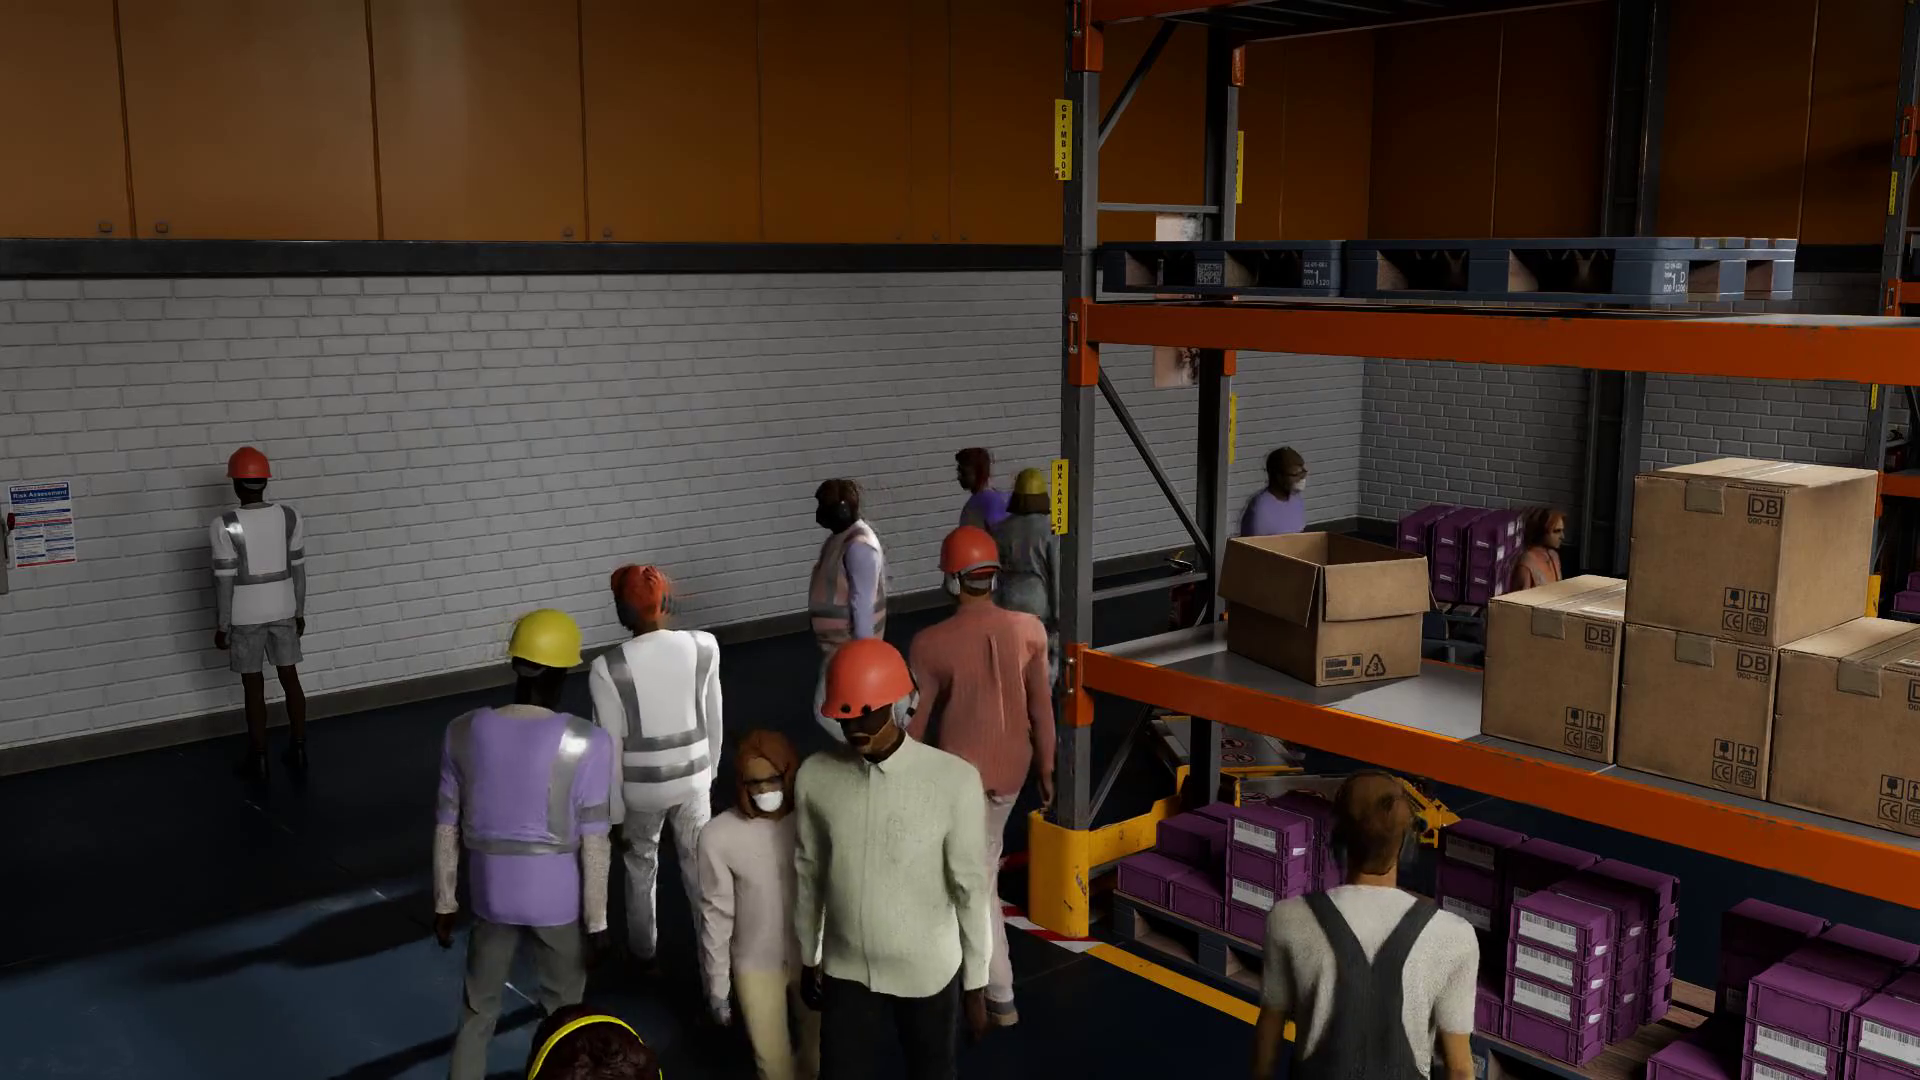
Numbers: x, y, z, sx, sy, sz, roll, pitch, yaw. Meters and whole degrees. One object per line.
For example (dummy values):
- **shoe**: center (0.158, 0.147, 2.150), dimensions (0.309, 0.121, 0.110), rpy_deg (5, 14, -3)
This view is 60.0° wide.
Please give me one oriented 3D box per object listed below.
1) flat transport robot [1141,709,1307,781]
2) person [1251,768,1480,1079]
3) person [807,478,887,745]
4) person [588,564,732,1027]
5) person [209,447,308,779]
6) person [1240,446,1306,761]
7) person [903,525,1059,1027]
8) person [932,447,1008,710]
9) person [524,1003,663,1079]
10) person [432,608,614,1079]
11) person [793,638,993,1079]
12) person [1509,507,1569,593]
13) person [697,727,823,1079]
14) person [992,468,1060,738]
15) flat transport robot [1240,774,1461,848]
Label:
- **flat transport robot**: center (1.519, 1.255, 9.703), dimensions (0.652, 0.197, 1.431), rpy_deg (-1, 10, -5)
- **person**: center (0.994, 1.437, 4.160), dimensions (0.531, 1.799, 0.926), rpy_deg (2, 10, 11)
- **person**: center (-0.640, 0.565, 9.192), dimensions (0.453, 1.825, 0.659), rpy_deg (-3, 10, -15)
- **person**: center (-1.174, 0.999, 6.651), dimensions (0.585, 1.835, 1.015), rpy_deg (-5, 11, -27)
- **person**: center (-4.087, 0.423, 9.706), dimensions (0.358, 1.938, 0.542), rpy_deg (9, 13, 41)
- **person**: center (1.830, 0.361, 10.145), dimensions (0.718, 1.914, 0.655), rpy_deg (6, 11, 32)
- **person**: center (0.009, 0.907, 6.774), dimensions (0.629, 1.957, 0.959), rpy_deg (-5, 11, -28)
- **person**: center (0.172, 0.295, 10.800), dimensions (0.765, 1.815, 0.587), rpy_deg (2, 10, 10)
- **person**: center (-0.576, 1.653, 2.708), dimensions (0.538, 1.866, 0.313), rpy_deg (-7, 12, -34)
- **person**: center (-1.442, 1.182, 5.428), dimensions (0.628, 1.891, 0.676), rpy_deg (1, 10, 8)
- **person**: center (-0.203, 1.231, 4.898), dimensions (0.638, 1.962, 0.874), rpy_deg (3, 10, 16)
- **person**: center (3.313, 0.619, 9.491), dimensions (0.537, 1.622, 0.534), rpy_deg (6, 12, 33)
- **person**: center (-0.579, 1.335, 5.294), dimensions (0.520, 1.610, 0.531), rpy_deg (-3, 10, -16)
- **person**: center (0.440, 0.411, 10.349), dimensions (0.505, 1.730, 0.354), rpy_deg (5, 11, 25)
- **flat transport robot**: center (1.883, 1.424, 8.714), dimensions (1.431, 0.197, 0.652), rpy_deg (-1, 10, -5)
